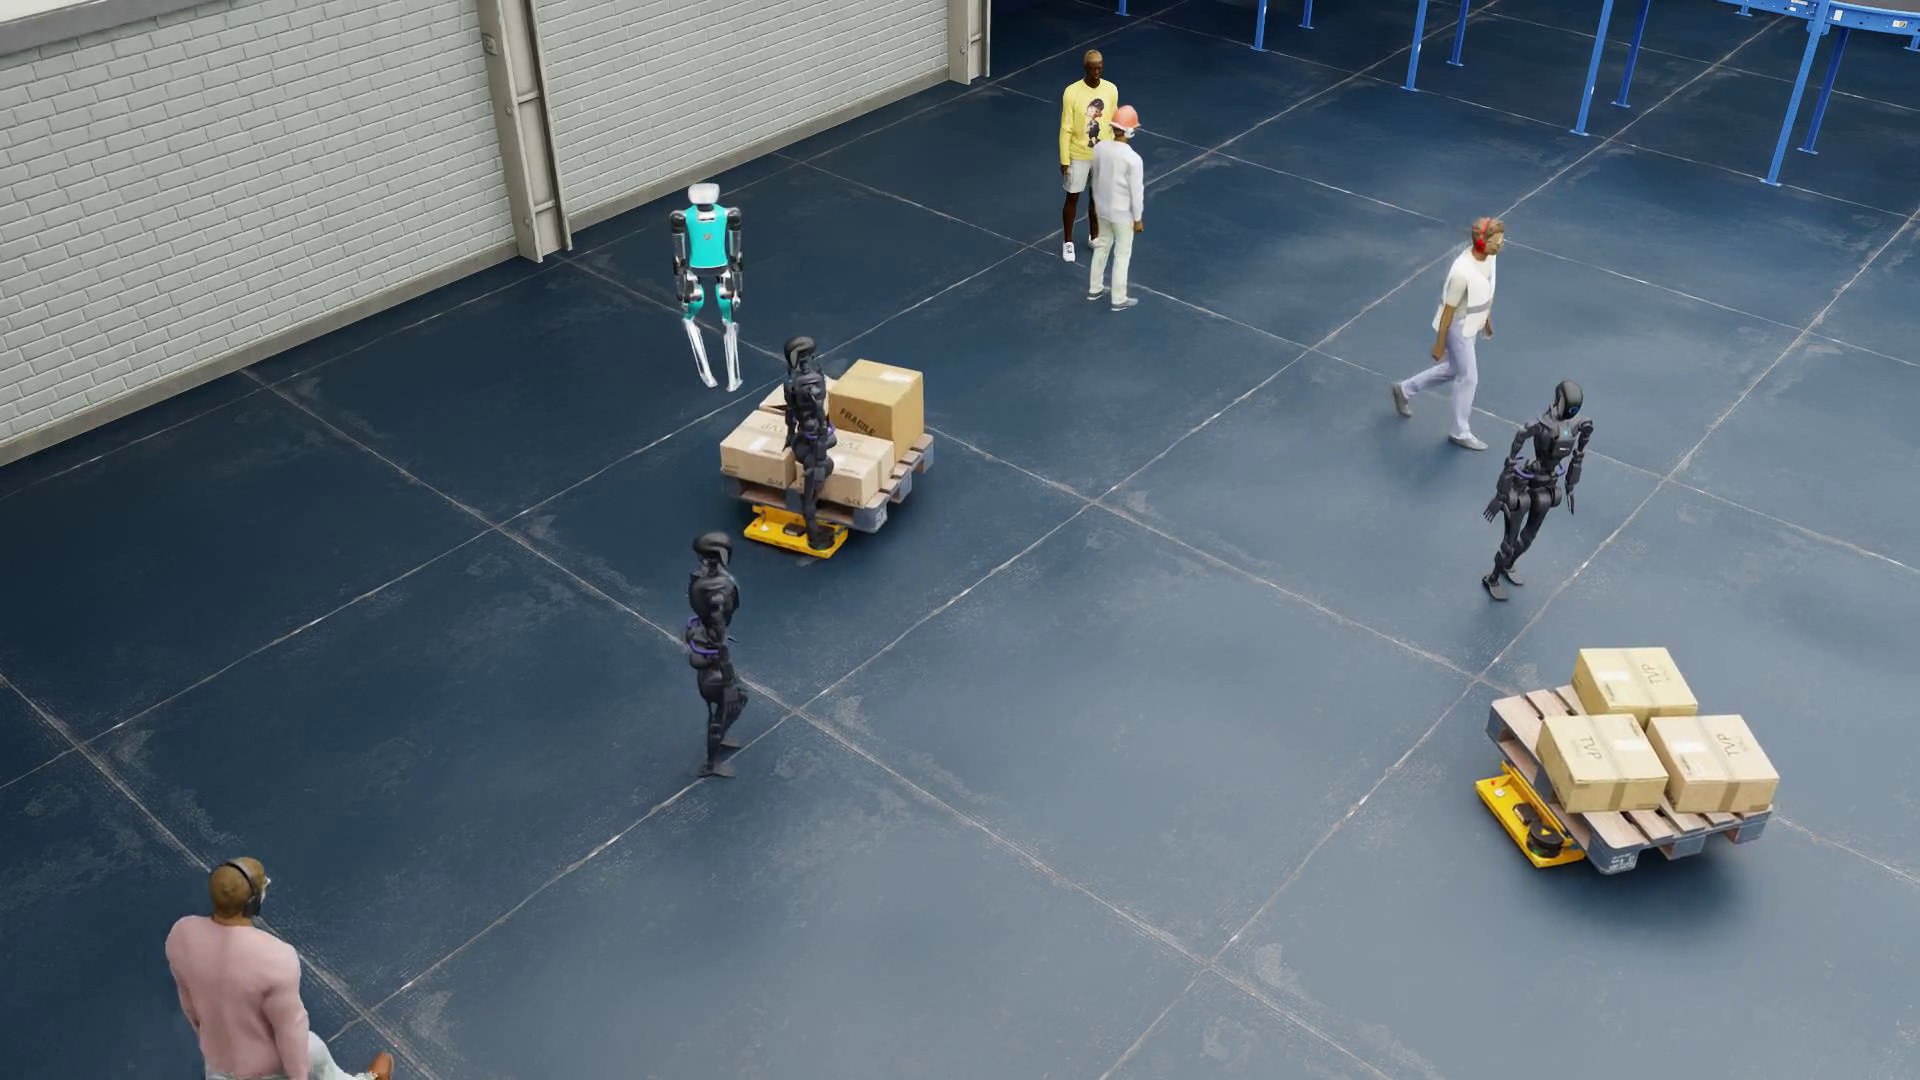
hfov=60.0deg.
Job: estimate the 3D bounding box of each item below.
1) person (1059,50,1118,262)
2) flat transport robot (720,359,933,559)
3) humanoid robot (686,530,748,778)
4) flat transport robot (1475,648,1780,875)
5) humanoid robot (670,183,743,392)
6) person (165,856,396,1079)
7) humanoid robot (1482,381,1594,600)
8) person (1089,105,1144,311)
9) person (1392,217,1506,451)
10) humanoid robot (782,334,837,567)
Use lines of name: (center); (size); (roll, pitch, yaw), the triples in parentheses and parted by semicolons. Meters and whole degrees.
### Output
person: (1.139, -3.416, 14.780); (0.544, 1.899, 0.377); (-11, 37, -14)
flat transport robot: (-0.916, -0.381, 11.922); (0.659, 0.231, 1.431); (14, 38, 19)
humanoid robot: (-1.363, 0.640, 9.274); (0.340, 1.645, 0.603); (-7, 36, -10)
flat transport robot: (3.715, 1.422, 9.391); (1.431, 0.231, 0.659); (-10, 37, -13)
humanoid robot: (-1.947, -2.000, 12.916); (0.550, 1.771, 0.669); (-7, 36, -10)
person: (-3.006, 2.144, 7.045); (0.645, 1.835, 1.203); (9, 37, 13)
humanoid robot: (3.662, -0.349, 10.677); (0.611, 1.634, 0.467); (-8, 36, -11)
person: (1.342, -2.812, 14.063); (0.365, 1.742, 0.564); (-23, 41, -28)
person: (3.649, -1.558, 12.243); (0.763, 1.818, 0.564); (19, 40, 24)
humanoid robot: (-1.018, -0.625, 11.045); (0.335, 1.650, 0.610); (-17, 39, -22)
